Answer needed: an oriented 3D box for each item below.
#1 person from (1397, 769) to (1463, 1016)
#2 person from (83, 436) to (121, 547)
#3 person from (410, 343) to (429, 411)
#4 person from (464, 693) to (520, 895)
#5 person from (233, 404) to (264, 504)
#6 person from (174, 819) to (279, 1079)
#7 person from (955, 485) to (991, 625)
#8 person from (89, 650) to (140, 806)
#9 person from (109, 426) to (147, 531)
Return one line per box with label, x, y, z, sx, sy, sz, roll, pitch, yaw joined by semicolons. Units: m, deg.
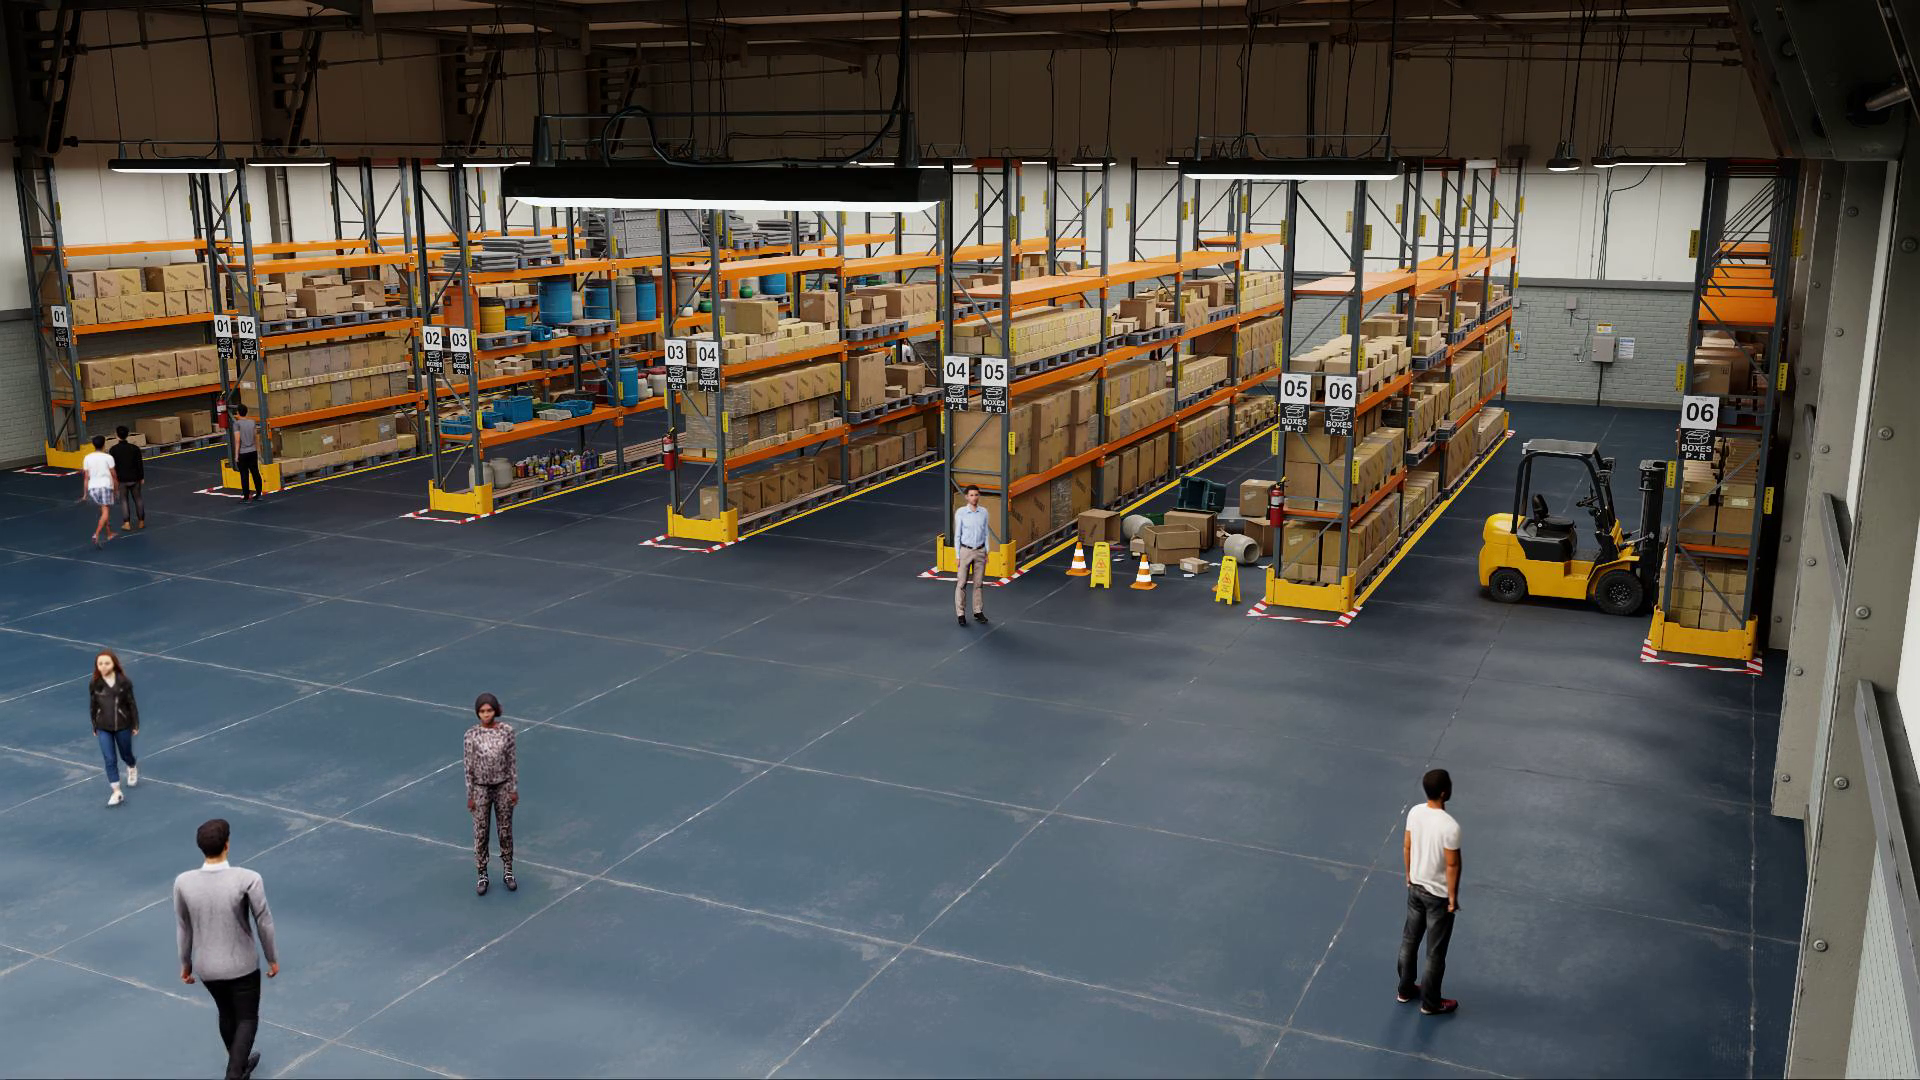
person;3.380;2.503;11.956;0.739;1.804;0.716;-7;15;-29
person;-13.586;-0.752;26.259;0.956;1.694;1.203;0;13;1
person;-12.668;-3.755;39.057;0.619;1.769;0.550;5;14;21
person;-3.899;2.103;13.887;0.674;1.713;0.731;-4;14;-19
person;-12.693;-1.551;29.575;0.683;1.754;0.468;6;15;26
person;-4.731;2.737;10.664;1.073;1.932;1.267;0;13;-2
person;0.162;0.172;21.926;0.749;1.848;0.801;-4;14;-17
person;-8.088;1.757;15.926;0.886;1.467;0.961;-4;14;-17
person;-13.719;-1.033;27.409;0.659;1.722;0.783;-9;16;-34
